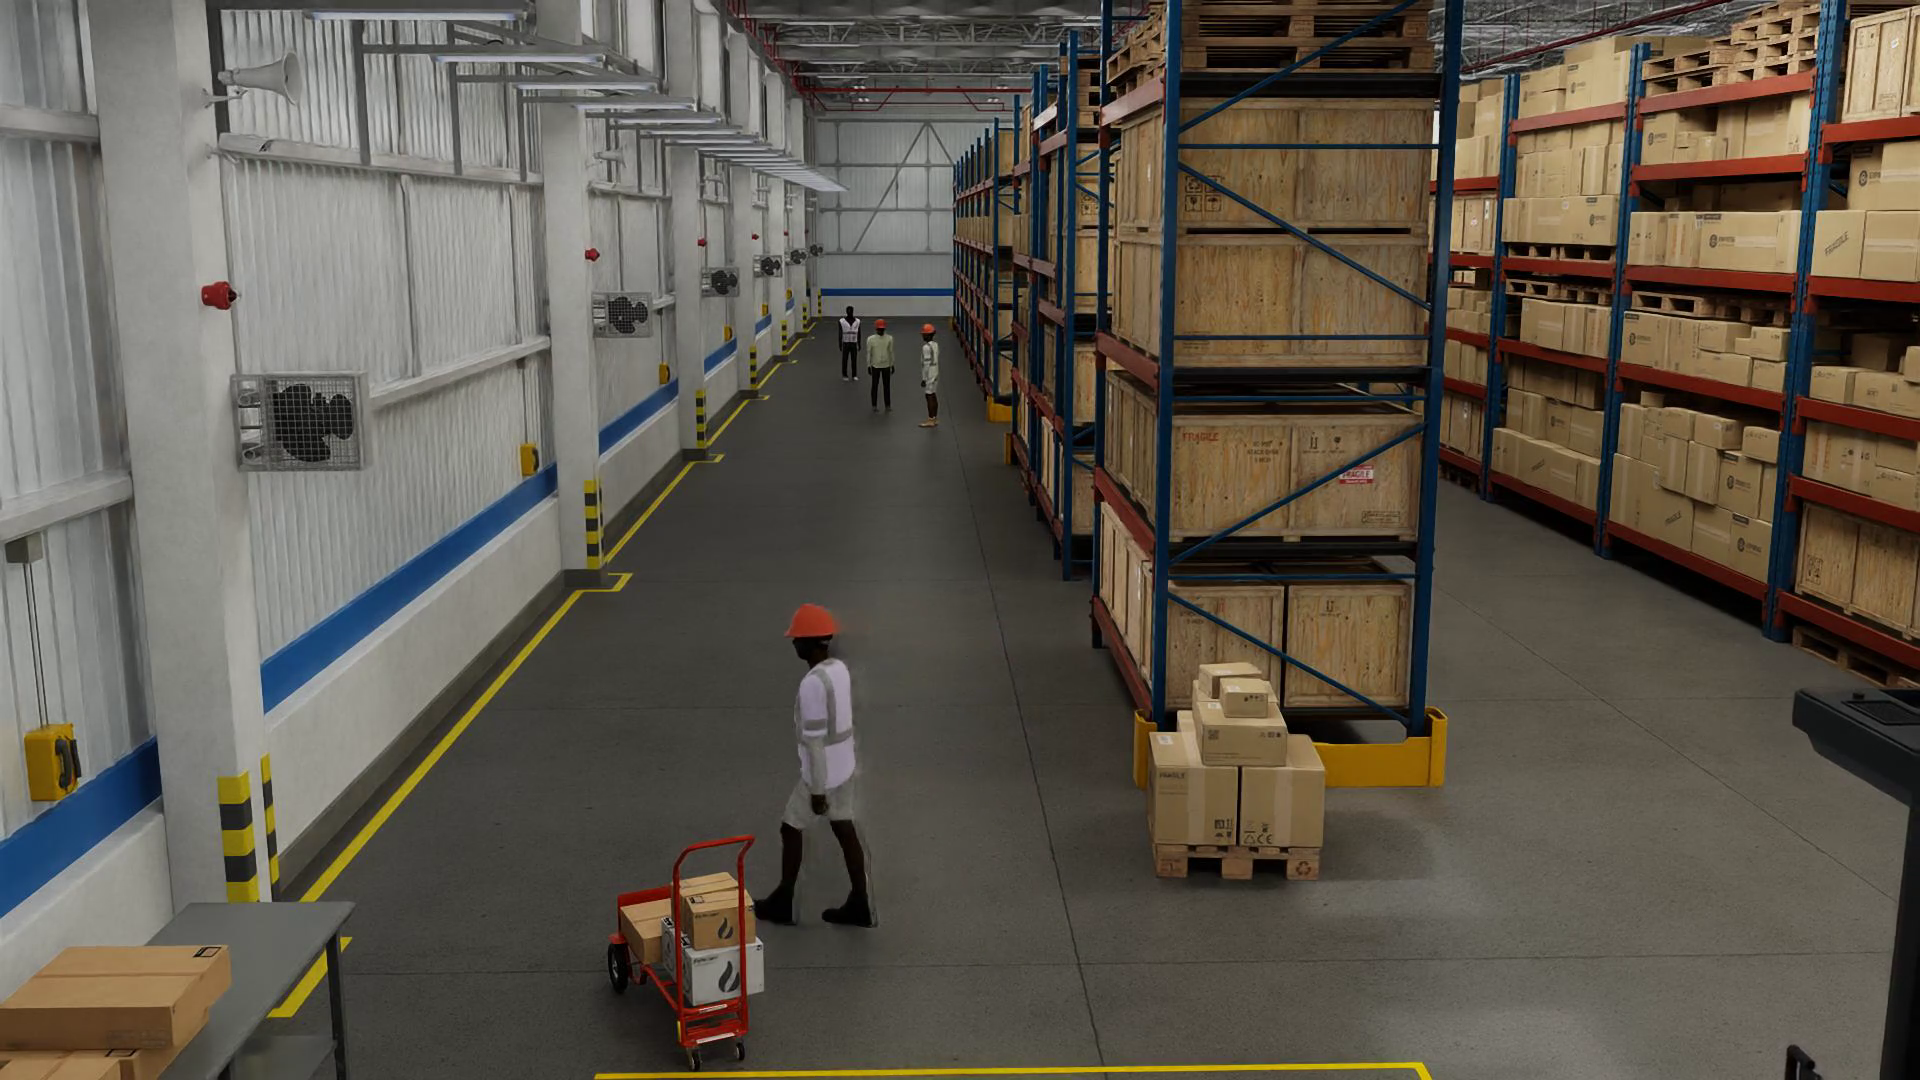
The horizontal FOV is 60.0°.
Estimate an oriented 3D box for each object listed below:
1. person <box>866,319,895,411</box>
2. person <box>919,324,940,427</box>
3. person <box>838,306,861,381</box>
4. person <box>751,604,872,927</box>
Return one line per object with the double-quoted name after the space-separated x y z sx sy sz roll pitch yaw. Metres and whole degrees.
-1.702 -3.749 35.697 0.619 1.986 0.410 -3 11 -15 "person"
-0.623 -3.250 32.941 0.374 2.043 0.612 4 11 18 "person"
-2.815 -5.019 42.490 0.589 1.913 0.398 -4 12 -19 "person"
-0.894 1.305 9.603 0.872 1.900 0.568 4 11 18 "person"
